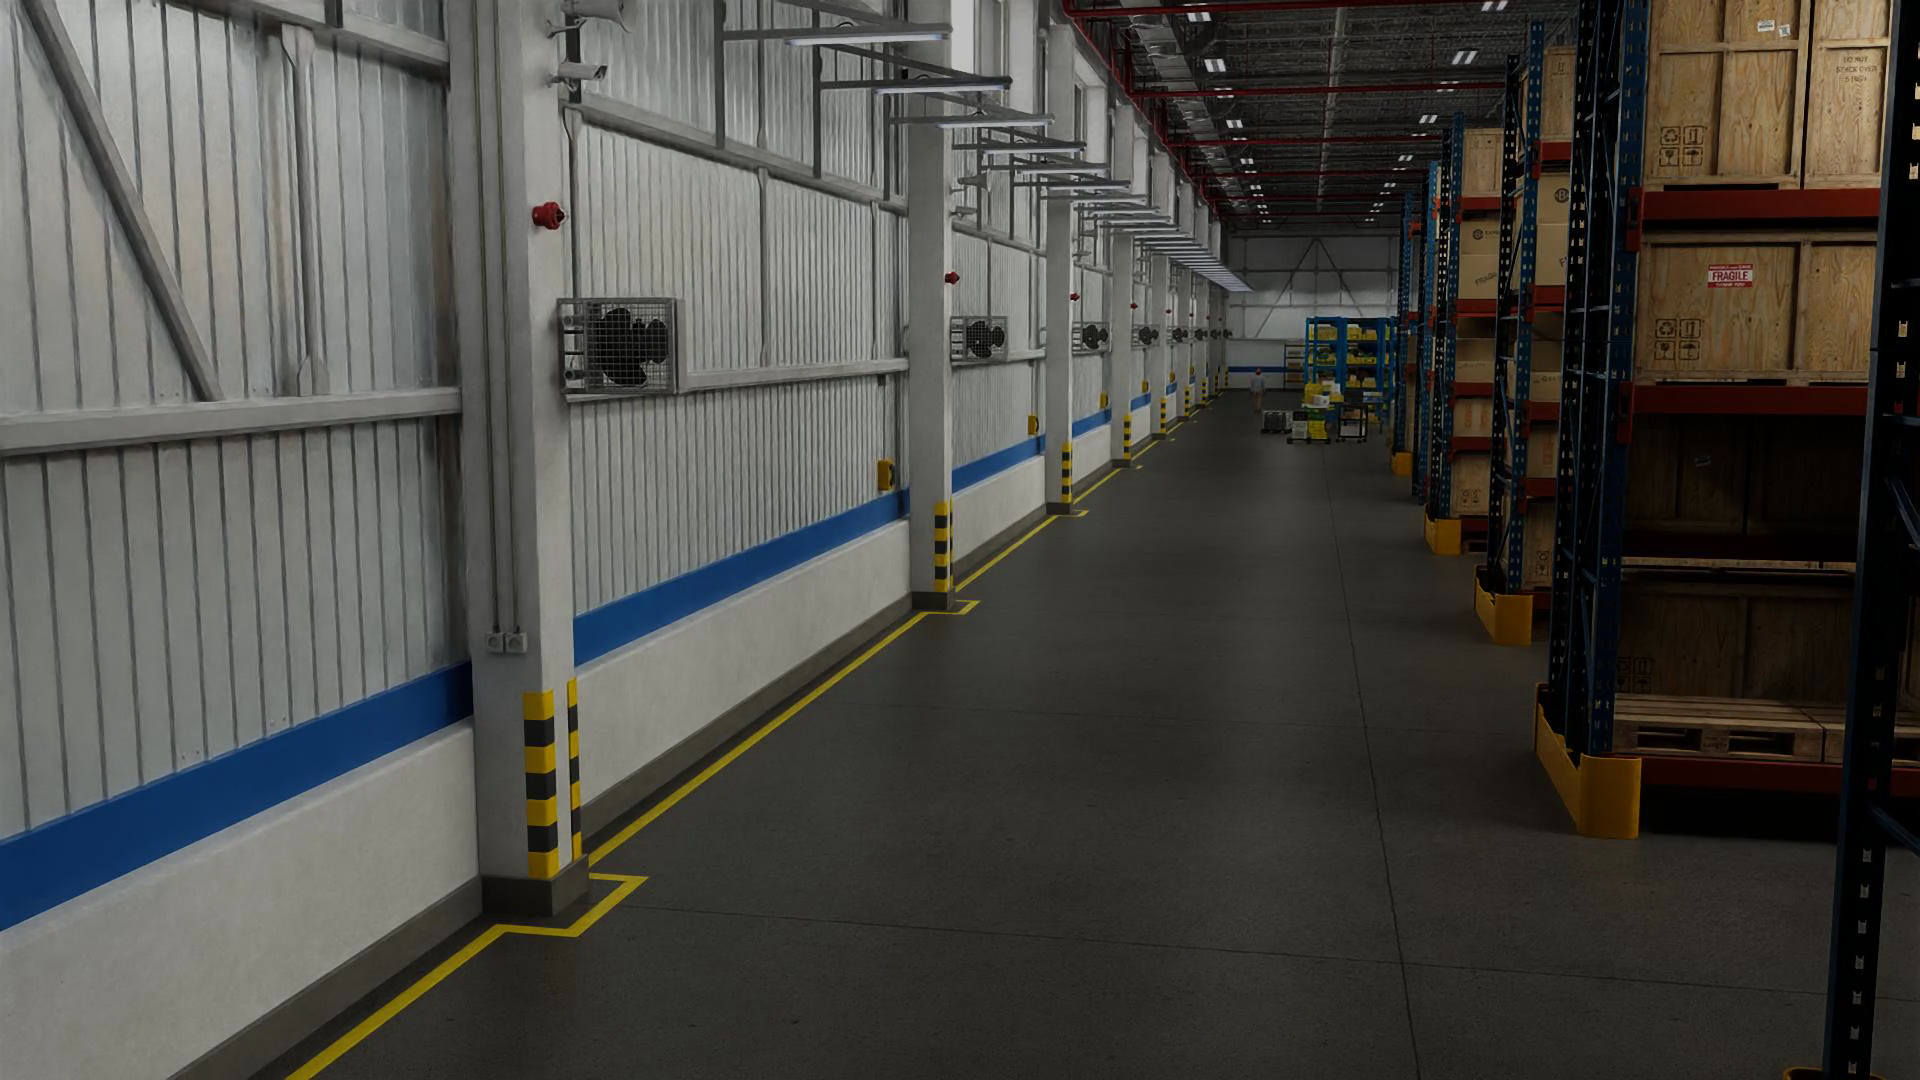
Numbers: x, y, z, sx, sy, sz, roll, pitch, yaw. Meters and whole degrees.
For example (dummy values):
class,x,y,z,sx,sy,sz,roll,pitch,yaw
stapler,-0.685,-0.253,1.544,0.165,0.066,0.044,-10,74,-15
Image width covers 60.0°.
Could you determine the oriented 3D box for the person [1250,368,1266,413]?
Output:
class,x,y,z,sx,sy,sz,roll,pitch,yaw
person,11.516,-5.779,64.218,0.590,1.720,0.791,2,7,15
